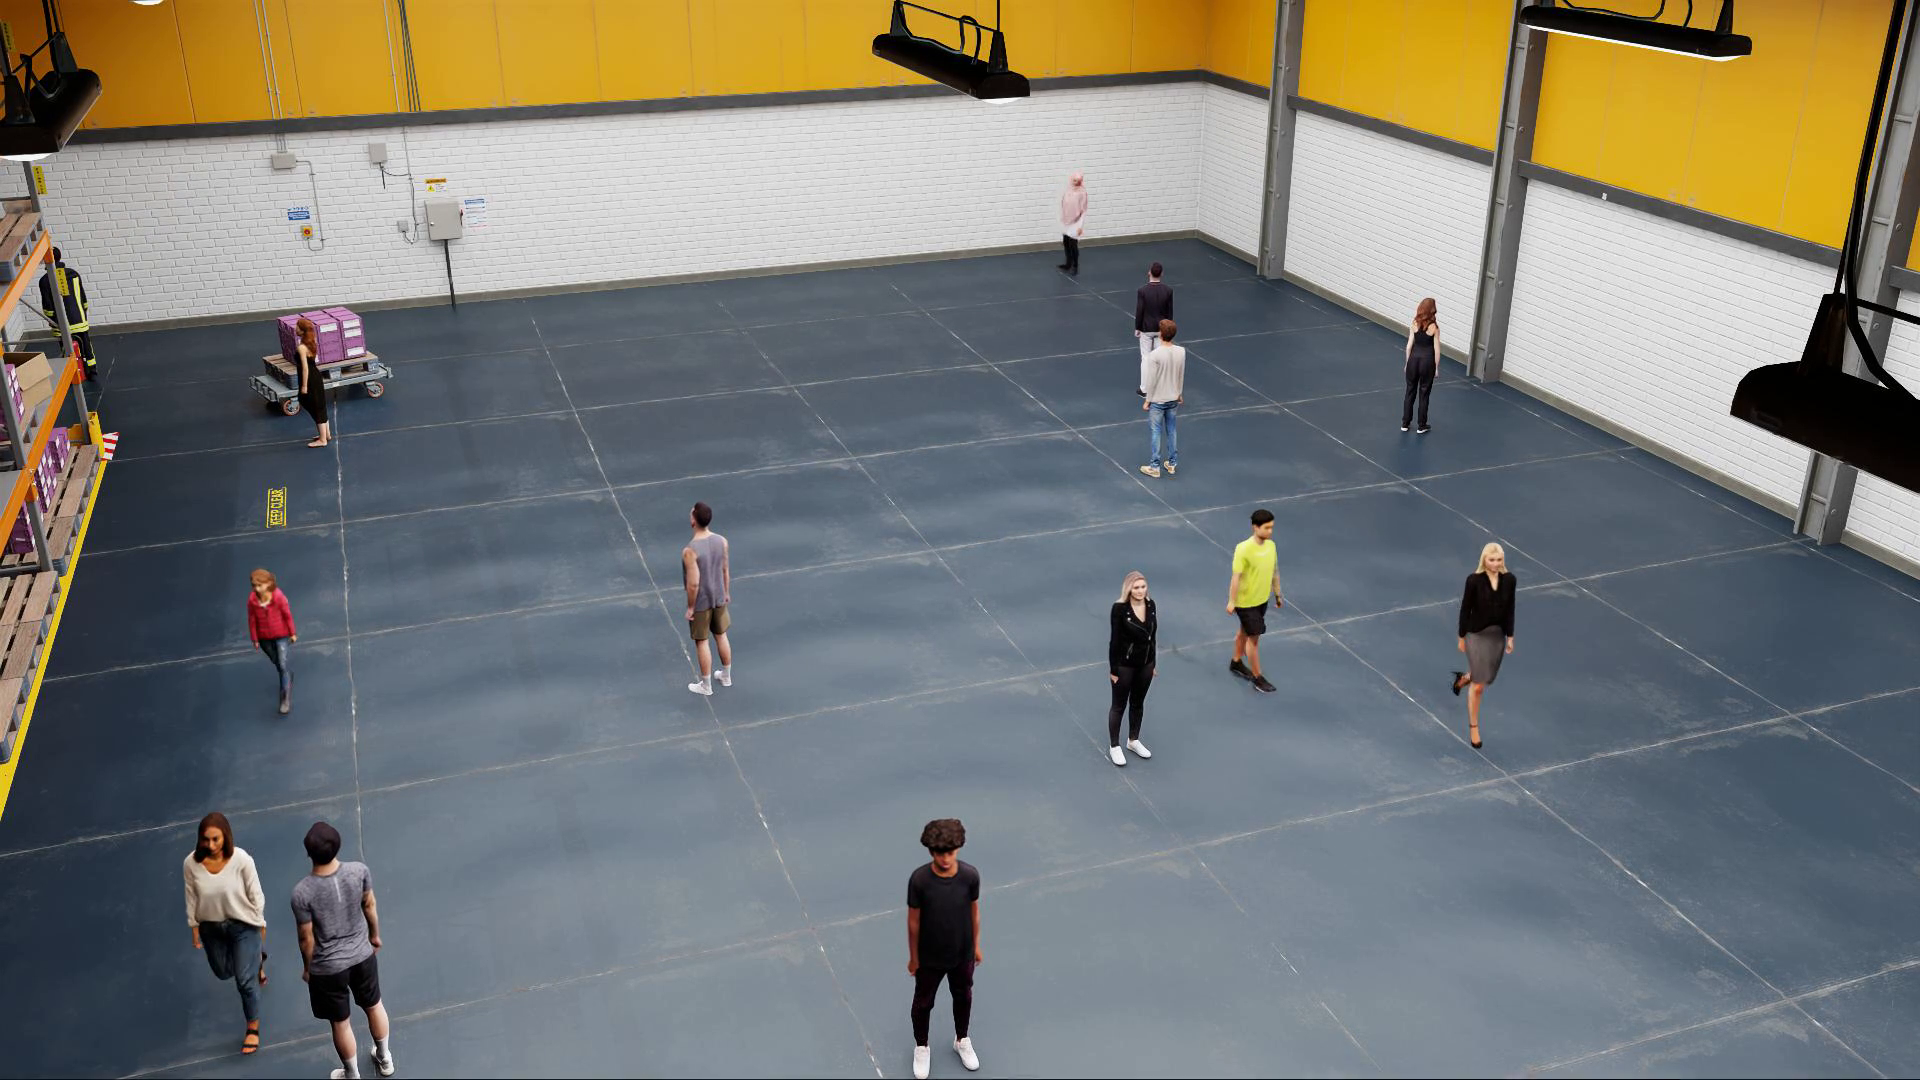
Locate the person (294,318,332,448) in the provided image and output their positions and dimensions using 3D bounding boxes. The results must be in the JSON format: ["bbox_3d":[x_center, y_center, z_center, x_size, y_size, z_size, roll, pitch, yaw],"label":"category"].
[{"bbox_3d":[-8.073,-1.970,20.712,0.702,1.625,0.595,-1,24,-3],"label":"person"}]

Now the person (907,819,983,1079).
[{"bbox_3d":[-0.096,2.498,10.293,0.642,1.783,0.585,-6,24,-13],"label":"person"}]

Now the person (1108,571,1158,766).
[{"bbox_3d":[1.416,1.036,13.756,0.626,1.687,0.561,-11,26,-24],"label":"person"}]

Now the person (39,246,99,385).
[{"bbox_3d":[-12.305,-3.101,22.921,0.916,1.927,0.894,14,27,29],"label":"person"}]

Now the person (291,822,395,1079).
[{"bbox_3d":[-3.750,2.530,10.108,0.733,1.871,0.708,-21,31,-40],"label":"person"}]

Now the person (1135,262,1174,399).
[{"bbox_3d":[2.599,-2.836,22.419,0.713,1.843,0.626,-3,24,-6],"label":"person"}]

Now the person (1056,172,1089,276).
[{"bbox_3d":[1.921,-5.410,28.397,0.981,1.772,0.779,-14,27,-29],"label":"person"}]

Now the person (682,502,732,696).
[{"bbox_3d":[-2.261,0.520,14.828,0.721,1.845,0.715,20,31,39],"label":"person"}]

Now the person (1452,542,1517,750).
[{"bbox_3d":[4.395,0.842,14.035,0.753,1.819,1.051,-3,24,-6],"label":"person"}]

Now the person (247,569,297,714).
[{"bbox_3d":[-6.063,0.834,14.719,0.649,1.287,0.971,-3,24,-7],"label":"person"}]

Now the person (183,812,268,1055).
[{"bbox_3d":[-4.635,2.423,10.617,0.798,1.660,1.005,-1,24,-2],"label":"person"}]

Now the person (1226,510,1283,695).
[{"bbox_3d":[2.575,0.486,15.011,0.828,1.690,0.984,-18,29,-35],"label":"person"}]

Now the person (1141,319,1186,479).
[{"bbox_3d":[2.416,-1.680,19.700,0.693,1.903,0.589,-11,26,-23],"label":"person"}]

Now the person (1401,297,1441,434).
[{"bbox_3d":[5.861,-2.232,21.159,0.640,1.747,0.725,14,27,29],"label":"person"}]
